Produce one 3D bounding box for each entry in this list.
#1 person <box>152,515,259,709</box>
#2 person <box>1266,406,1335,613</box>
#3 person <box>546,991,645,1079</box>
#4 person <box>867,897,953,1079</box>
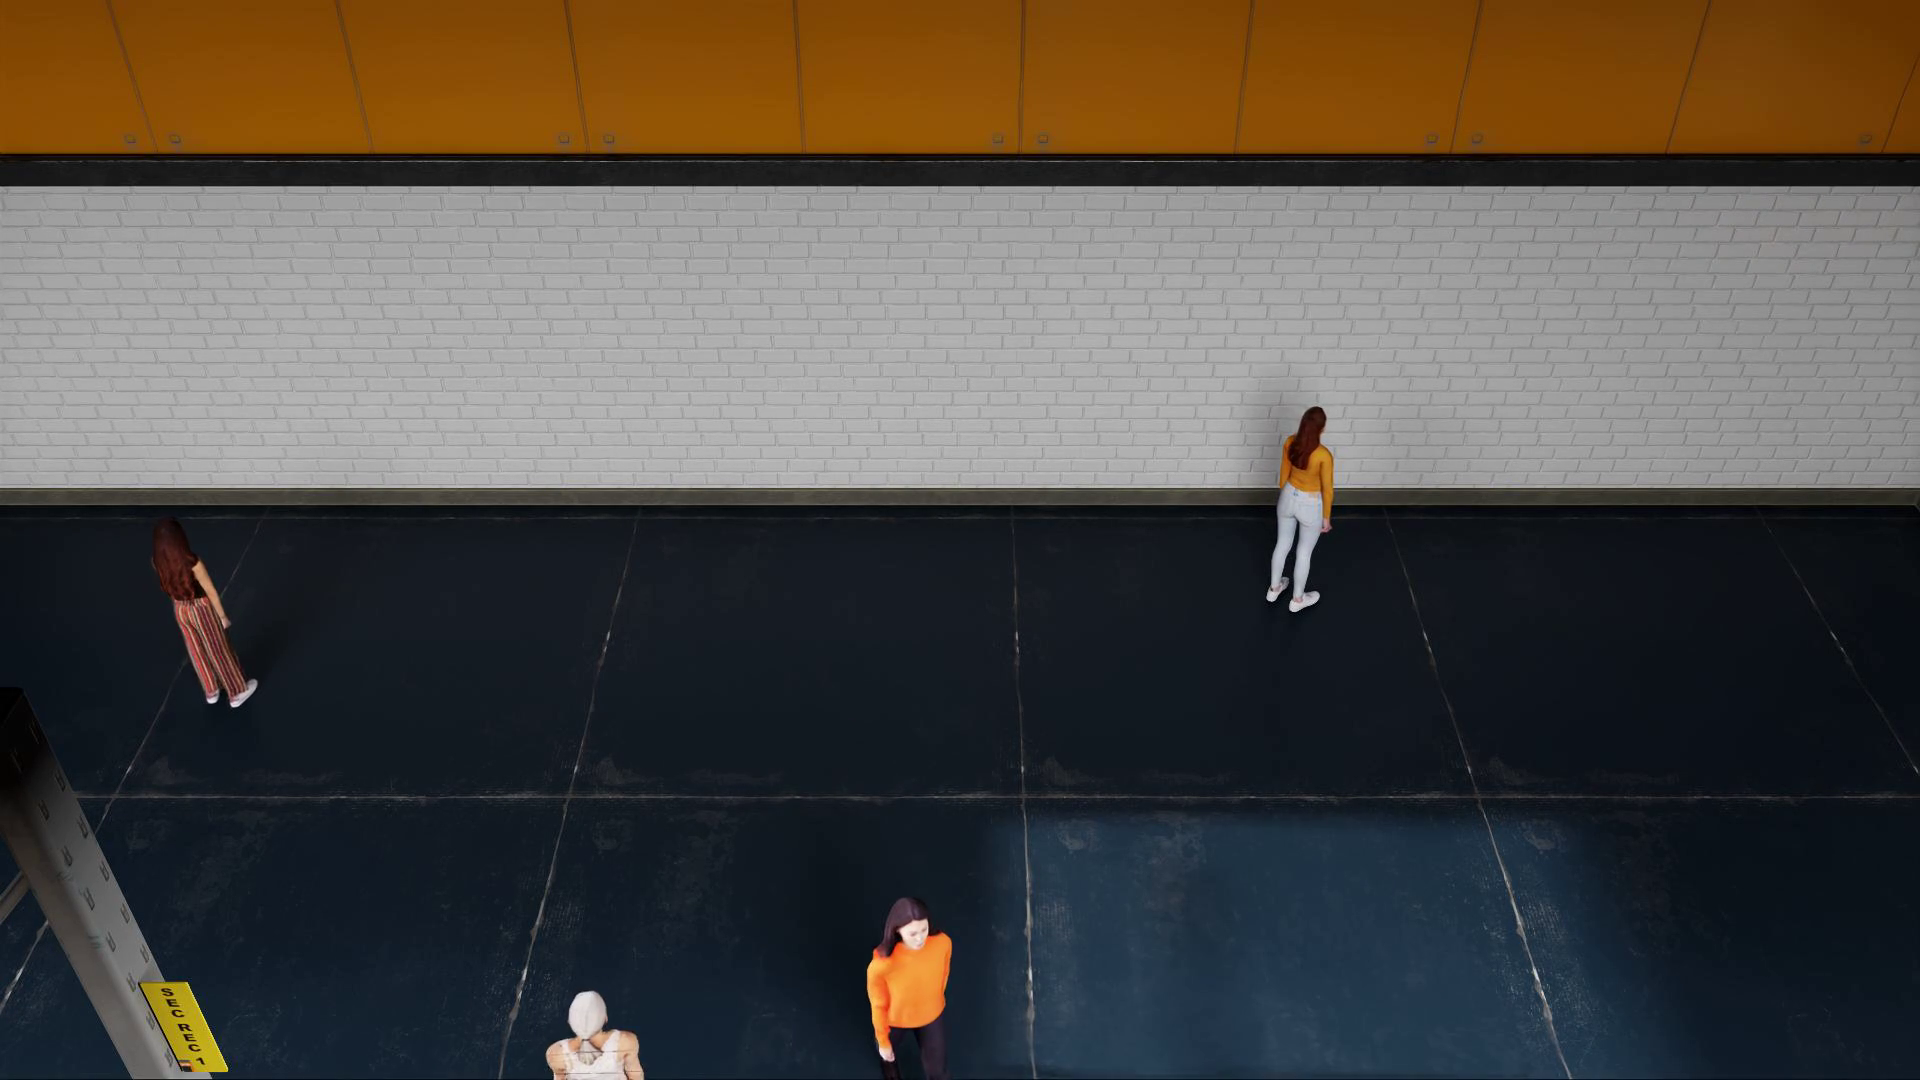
[{"bbox_3d":[-5.154,0.481,11.230,0.613,1.562,0.591,8,39,10],"label":"person"},{"bbox_3d":[2.456,-0.233,11.974,0.706,1.750,0.762,31,48,32],"label":"person"},{"bbox_3d":[-1.744,2.862,8.148,0.763,1.688,0.961,-10,40,-12],"label":"person"},{"bbox_3d":[-0.309,2.421,8.688,0.875,1.704,1.182,-13,40,-15],"label":"person"}]
